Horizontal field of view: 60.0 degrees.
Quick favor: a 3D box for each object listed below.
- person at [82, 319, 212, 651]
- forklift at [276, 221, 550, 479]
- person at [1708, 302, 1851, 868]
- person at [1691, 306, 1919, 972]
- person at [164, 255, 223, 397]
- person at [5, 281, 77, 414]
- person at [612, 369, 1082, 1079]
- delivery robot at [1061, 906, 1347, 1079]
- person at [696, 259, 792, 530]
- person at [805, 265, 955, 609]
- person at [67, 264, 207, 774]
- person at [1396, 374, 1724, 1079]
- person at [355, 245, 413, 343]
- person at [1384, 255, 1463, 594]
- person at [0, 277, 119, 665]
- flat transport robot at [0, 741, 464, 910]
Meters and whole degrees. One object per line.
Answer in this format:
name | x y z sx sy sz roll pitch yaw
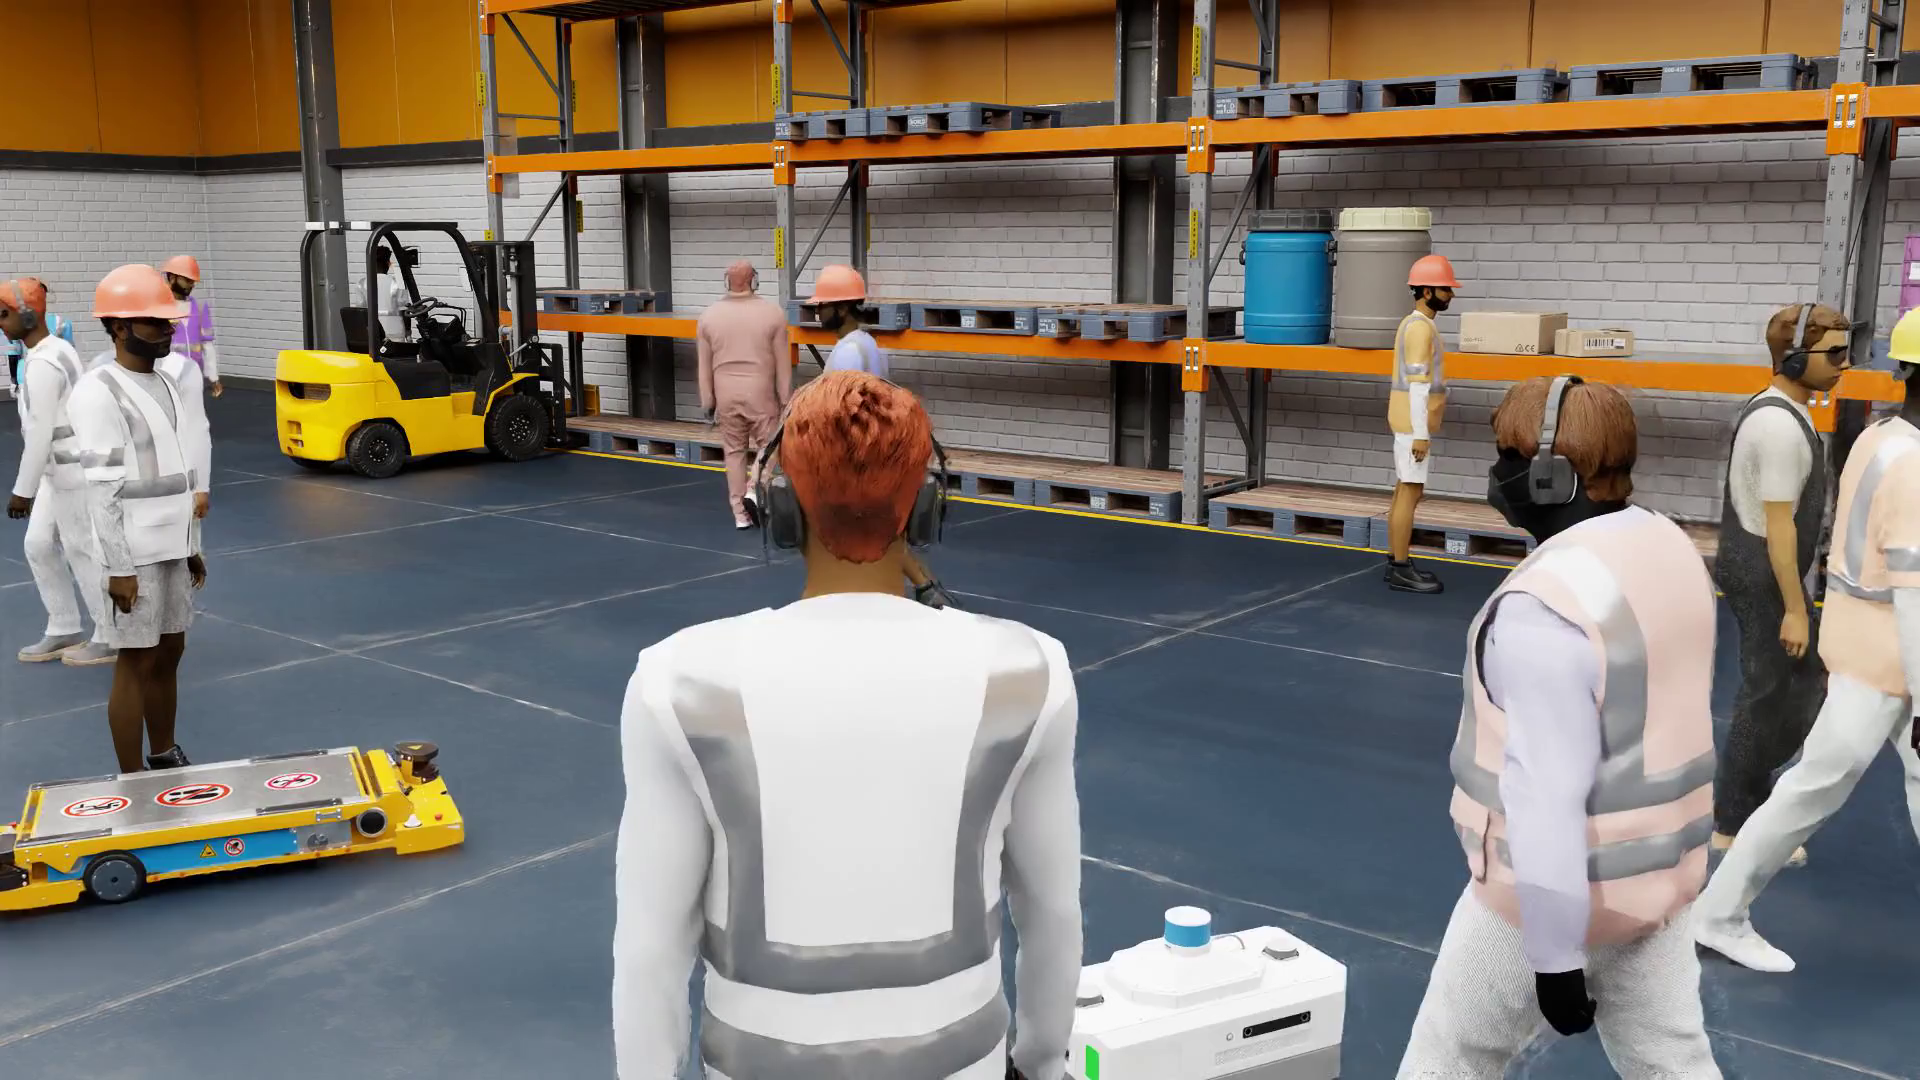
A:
person | -3.838 -0.286 7.847 0.621 1.810 0.590 1 10 3
forklift | -4.922 -1.741 14.854 1.214 2.155 2.313 8 13 38
person | 2.650 0.161 5.324 0.434 1.829 0.535 5 11 27
person | 2.490 0.302 4.414 1.022 1.873 0.604 5 11 26
person | -6.259 -1.326 13.365 0.508 1.902 0.551 7 12 34
person | -7.656 -1.317 13.895 0.532 1.692 0.320 -8 13 -36
person | -0.140 0.703 2.229 0.611 1.859 0.643 -1 10 -8
delivery robot | 0.497 1.052 3.662 0.707 0.478 0.477 -5 12 -26
person | -1.484 -0.989 11.503 0.663 1.895 0.515 1 10 8
person | -0.501 -0.420 8.334 0.926 1.909 0.541 2 10 10
person | -2.800 0.023 5.785 0.360 1.939 0.543 0 10 0
person | 1.084 0.601 3.007 0.633 1.793 0.959 -9 14 -42
person | -6.430 -2.309 18.628 0.603 1.967 0.366 0 10 -2
person | 2.669 -0.669 9.621 0.379 1.938 0.547 2 10 11
person | -4.252 -0.289 7.764 0.617 1.857 0.611 -5 12 -27
flat transport robot | -2.423 0.913 5.474 1.431 0.197 0.652 -5 11 -25
